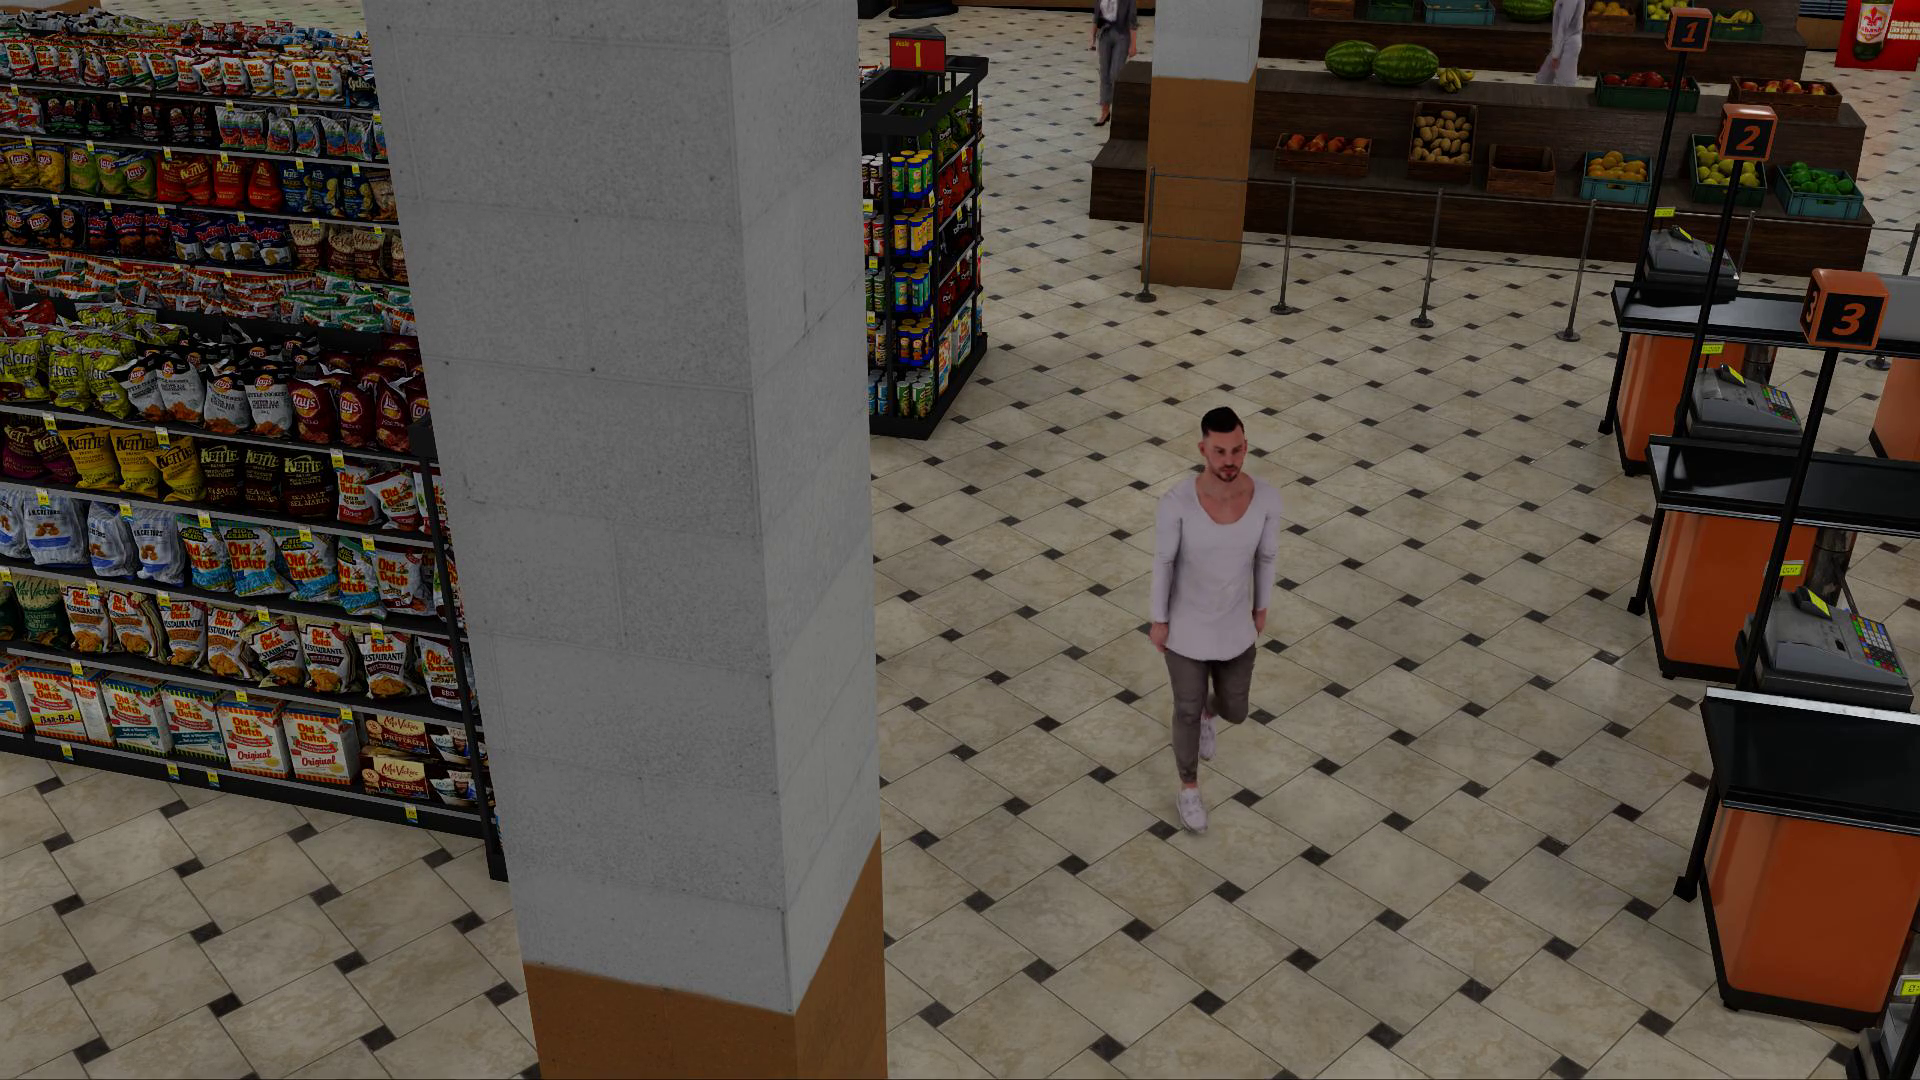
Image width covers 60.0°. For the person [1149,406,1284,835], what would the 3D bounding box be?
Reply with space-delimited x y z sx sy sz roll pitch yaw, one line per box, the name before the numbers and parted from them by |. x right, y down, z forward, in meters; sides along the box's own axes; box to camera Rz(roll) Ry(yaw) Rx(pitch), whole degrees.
person | 0.984 0.284 6.686 0.919 1.826 0.903 -3 29 -5

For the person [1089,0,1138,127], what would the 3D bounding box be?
person | 1.572 -4.886 16.331 0.817 1.658 0.899 25 37 38
